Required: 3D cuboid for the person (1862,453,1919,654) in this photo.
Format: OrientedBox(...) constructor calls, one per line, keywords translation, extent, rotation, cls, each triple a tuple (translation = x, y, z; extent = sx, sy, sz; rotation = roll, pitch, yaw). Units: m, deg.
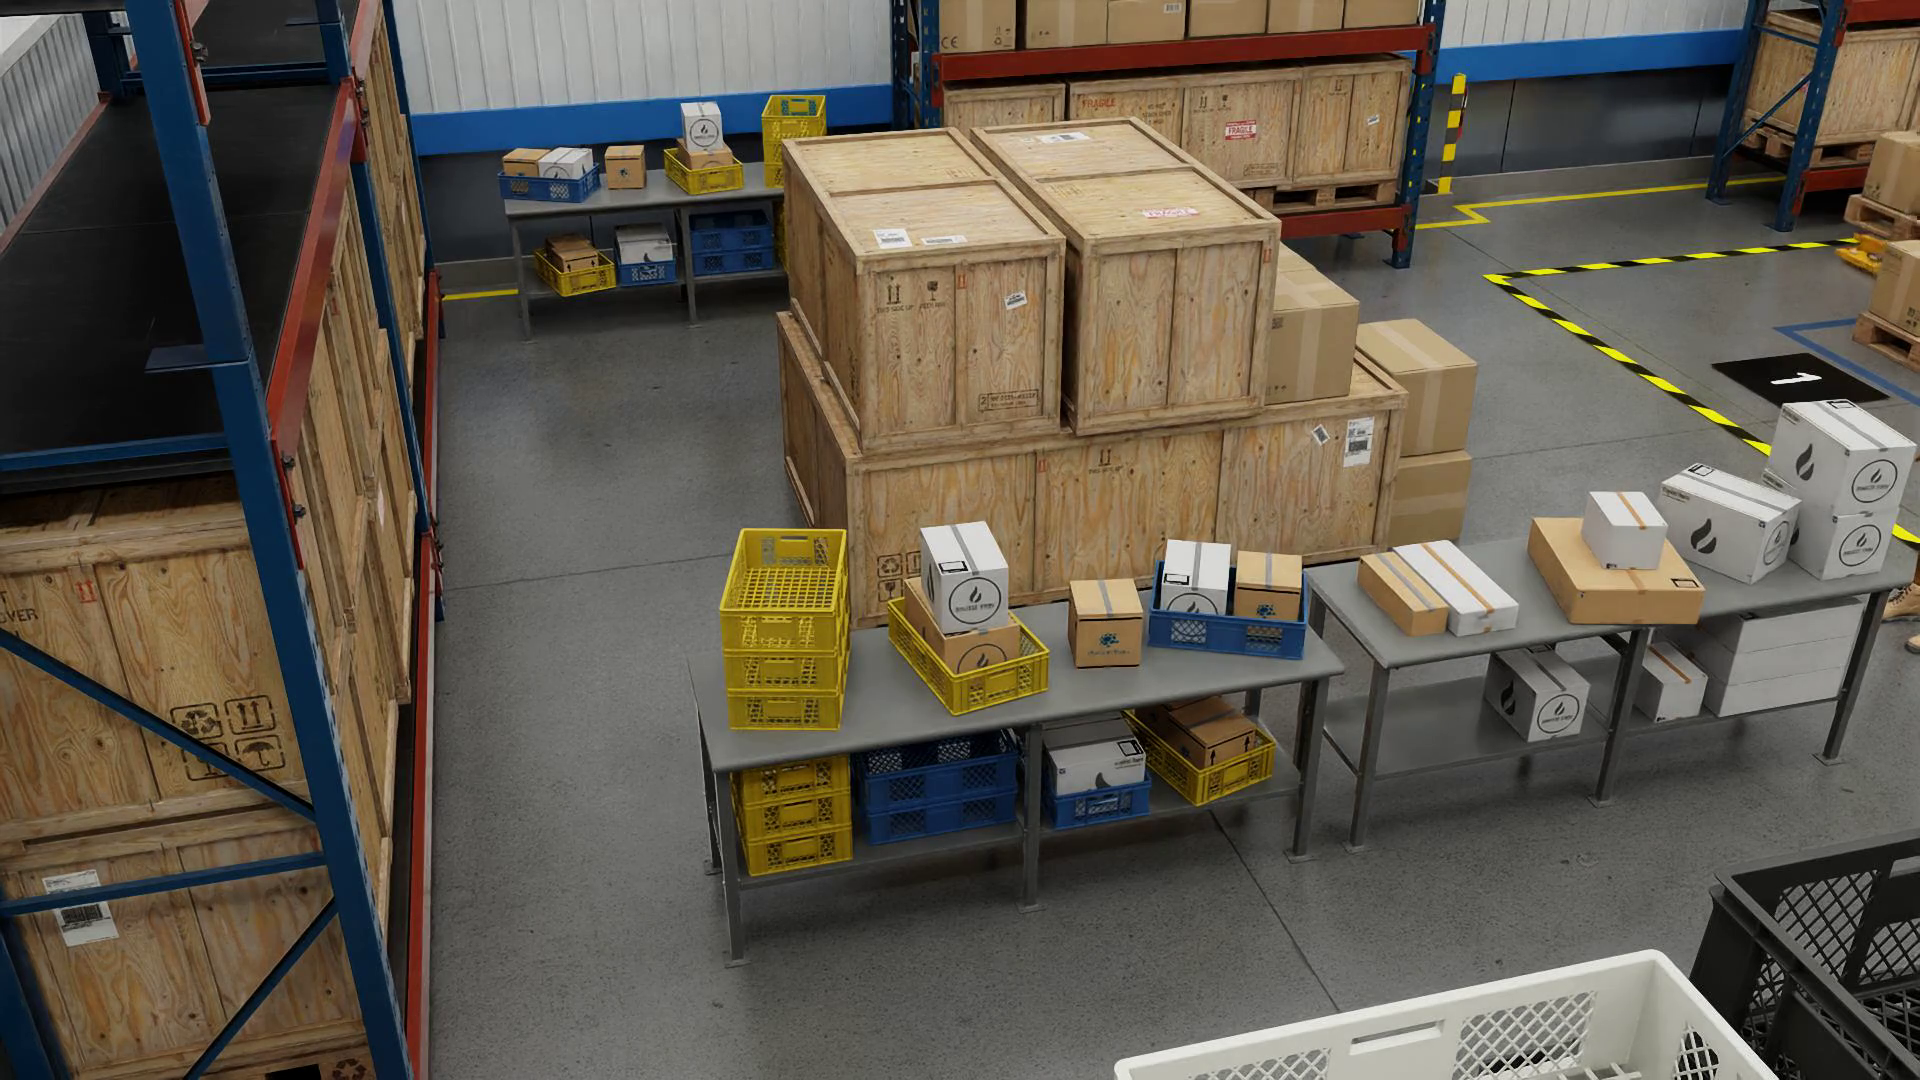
OrientedBox(translation=(4.888, -0.407, 8.014), extent=(0.361, 2.047, 0.609), rotation=(-5, 29, -10), cls="person")
